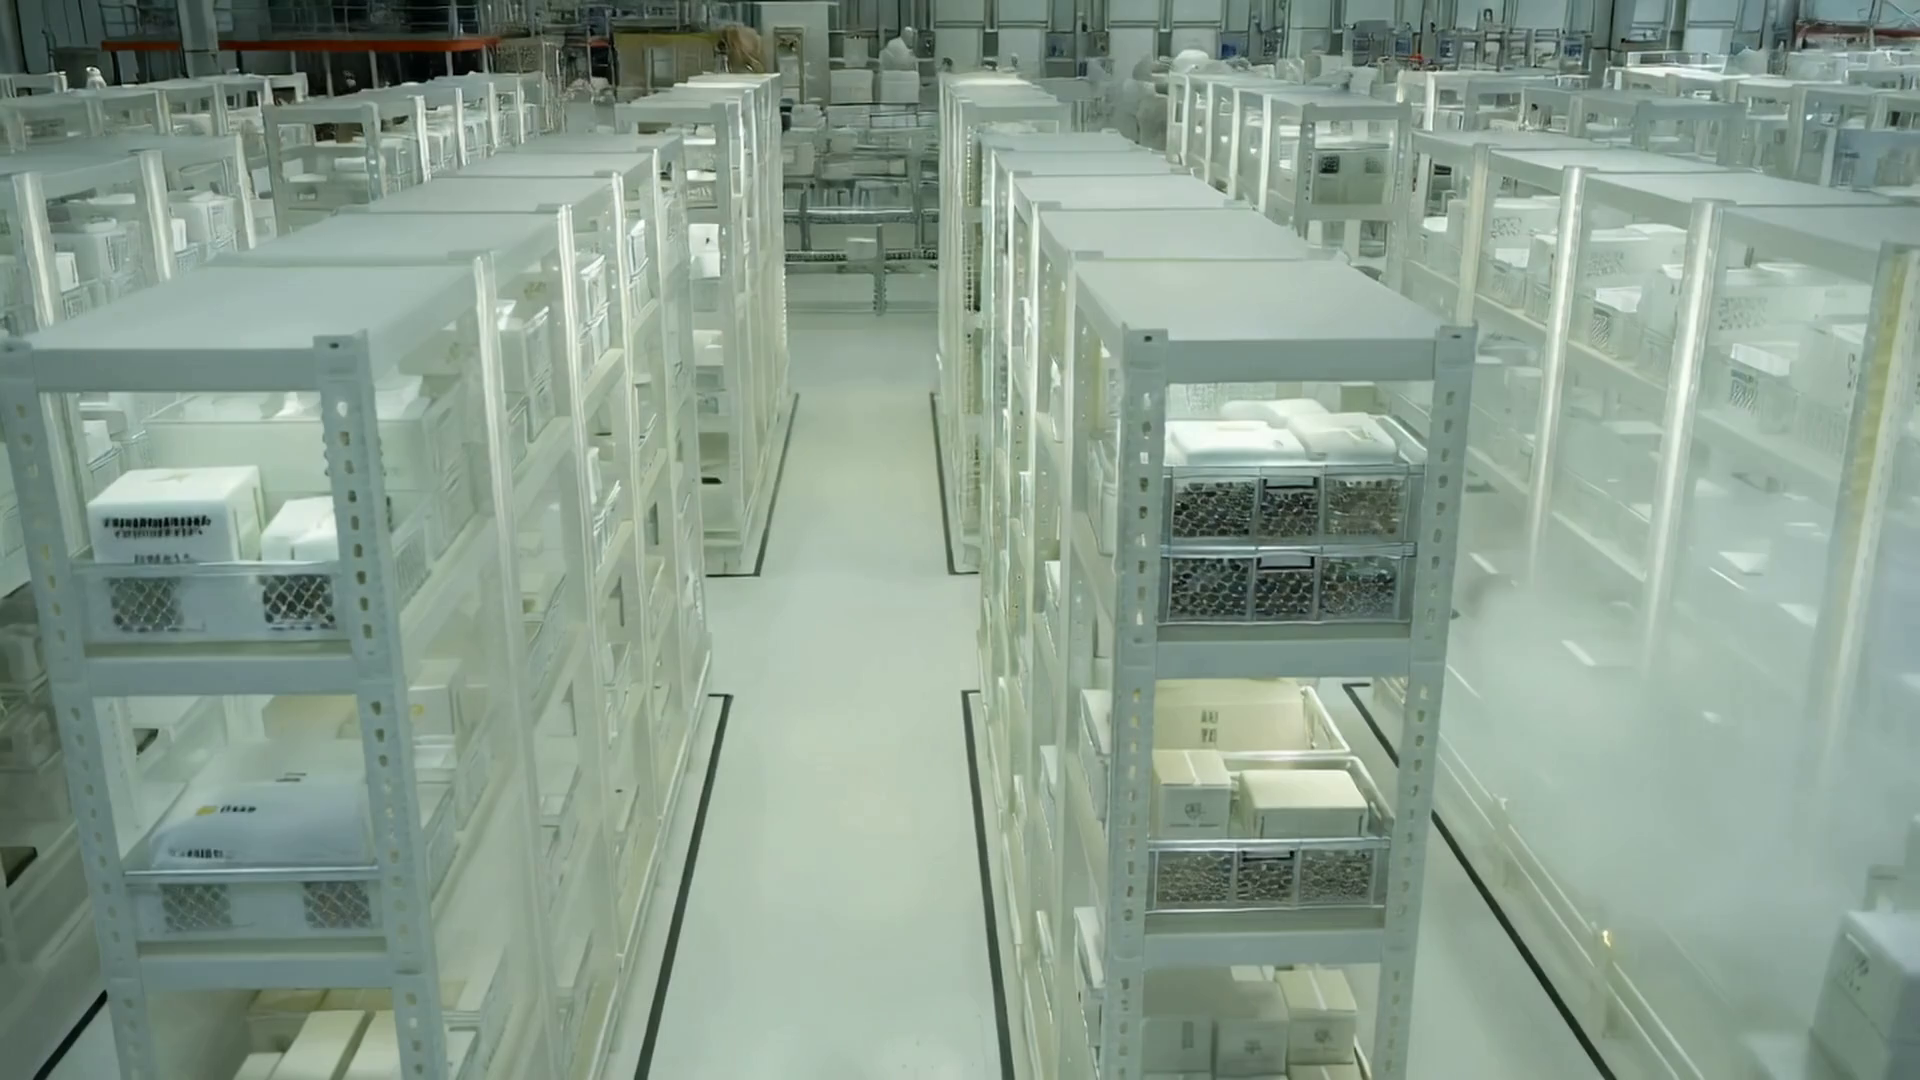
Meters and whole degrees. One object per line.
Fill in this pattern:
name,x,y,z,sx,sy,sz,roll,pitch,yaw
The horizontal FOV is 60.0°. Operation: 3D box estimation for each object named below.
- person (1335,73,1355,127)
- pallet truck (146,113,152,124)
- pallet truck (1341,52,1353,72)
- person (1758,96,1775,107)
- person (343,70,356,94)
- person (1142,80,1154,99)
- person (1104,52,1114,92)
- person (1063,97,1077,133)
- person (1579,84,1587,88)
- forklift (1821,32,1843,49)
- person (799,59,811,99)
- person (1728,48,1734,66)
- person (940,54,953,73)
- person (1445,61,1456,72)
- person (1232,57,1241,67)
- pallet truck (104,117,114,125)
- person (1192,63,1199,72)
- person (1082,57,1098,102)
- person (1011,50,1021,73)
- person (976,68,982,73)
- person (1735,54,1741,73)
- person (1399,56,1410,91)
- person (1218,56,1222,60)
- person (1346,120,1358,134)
person,13.413,-15.124,57.408,0.915,2.000,0.709,3,18,8
pallet truck,-18.087,-8.309,36.390,1.885,1.965,0.823,-1,18,-4
pallet truck,18.794,-23.123,82.231,0.823,1.965,1.885,-13,22,-35
person,32.939,-18.394,67.786,0.921,1.897,0.536,6,19,18
person,-23.171,-16.803,62.902,0.868,1.849,0.612,-2,18,-7
person,6.280,-14.485,55.800,0.536,1.821,1.014,15,23,40
person,7.464,-23.453,83.330,0.397,1.946,0.617,-8,20,-23
person,3.144,-11.588,46.921,0.554,1.745,0.621,-12,21,-33
person,20.204,-13.859,53.887,0.856,1.800,0.585,12,22,34
forklift,46.003,-25.465,88.067,1.129,2.768,1.873,-1,18,-2
person,-7.200,-21.321,76.939,0.628,1.829,0.454,-7,19,-21
person,41.709,-25.660,90.203,0.367,1.932,0.623,2,18,5
person,-0.664,-22.563,80.636,0.643,1.920,0.459,1,18,4
person,22.582,-21.174,76.626,0.536,1.774,0.444,6,19,19
person,12.736,-21.289,76.715,0.634,1.904,0.590,9,20,27
pallet truck,-18.367,-7.885,35.078,1.885,1.965,0.823,1,18,2
person,9.268,-17.792,65.687,0.603,2.034,0.417,5,19,15
person,5.888,-20.831,75.228,1.025,1.938,0.638,-12,21,-32
person,2.964,-25.292,89.152,1.041,1.881,0.546,11,21,30
person,0.744,-17.414,64.793,0.506,1.861,0.333,-14,22,-36
person,38.344,-22.892,81.700,0.879,1.881,0.718,-7,19,-21
person,22.545,-23.674,84.412,0.536,1.699,0.321,3,18,8
person,13.075,-23.298,83.196,0.515,1.730,0.492,-2,18,-6
person,11.929,-12.700,50.513,0.525,1.663,0.850,0,18,2
